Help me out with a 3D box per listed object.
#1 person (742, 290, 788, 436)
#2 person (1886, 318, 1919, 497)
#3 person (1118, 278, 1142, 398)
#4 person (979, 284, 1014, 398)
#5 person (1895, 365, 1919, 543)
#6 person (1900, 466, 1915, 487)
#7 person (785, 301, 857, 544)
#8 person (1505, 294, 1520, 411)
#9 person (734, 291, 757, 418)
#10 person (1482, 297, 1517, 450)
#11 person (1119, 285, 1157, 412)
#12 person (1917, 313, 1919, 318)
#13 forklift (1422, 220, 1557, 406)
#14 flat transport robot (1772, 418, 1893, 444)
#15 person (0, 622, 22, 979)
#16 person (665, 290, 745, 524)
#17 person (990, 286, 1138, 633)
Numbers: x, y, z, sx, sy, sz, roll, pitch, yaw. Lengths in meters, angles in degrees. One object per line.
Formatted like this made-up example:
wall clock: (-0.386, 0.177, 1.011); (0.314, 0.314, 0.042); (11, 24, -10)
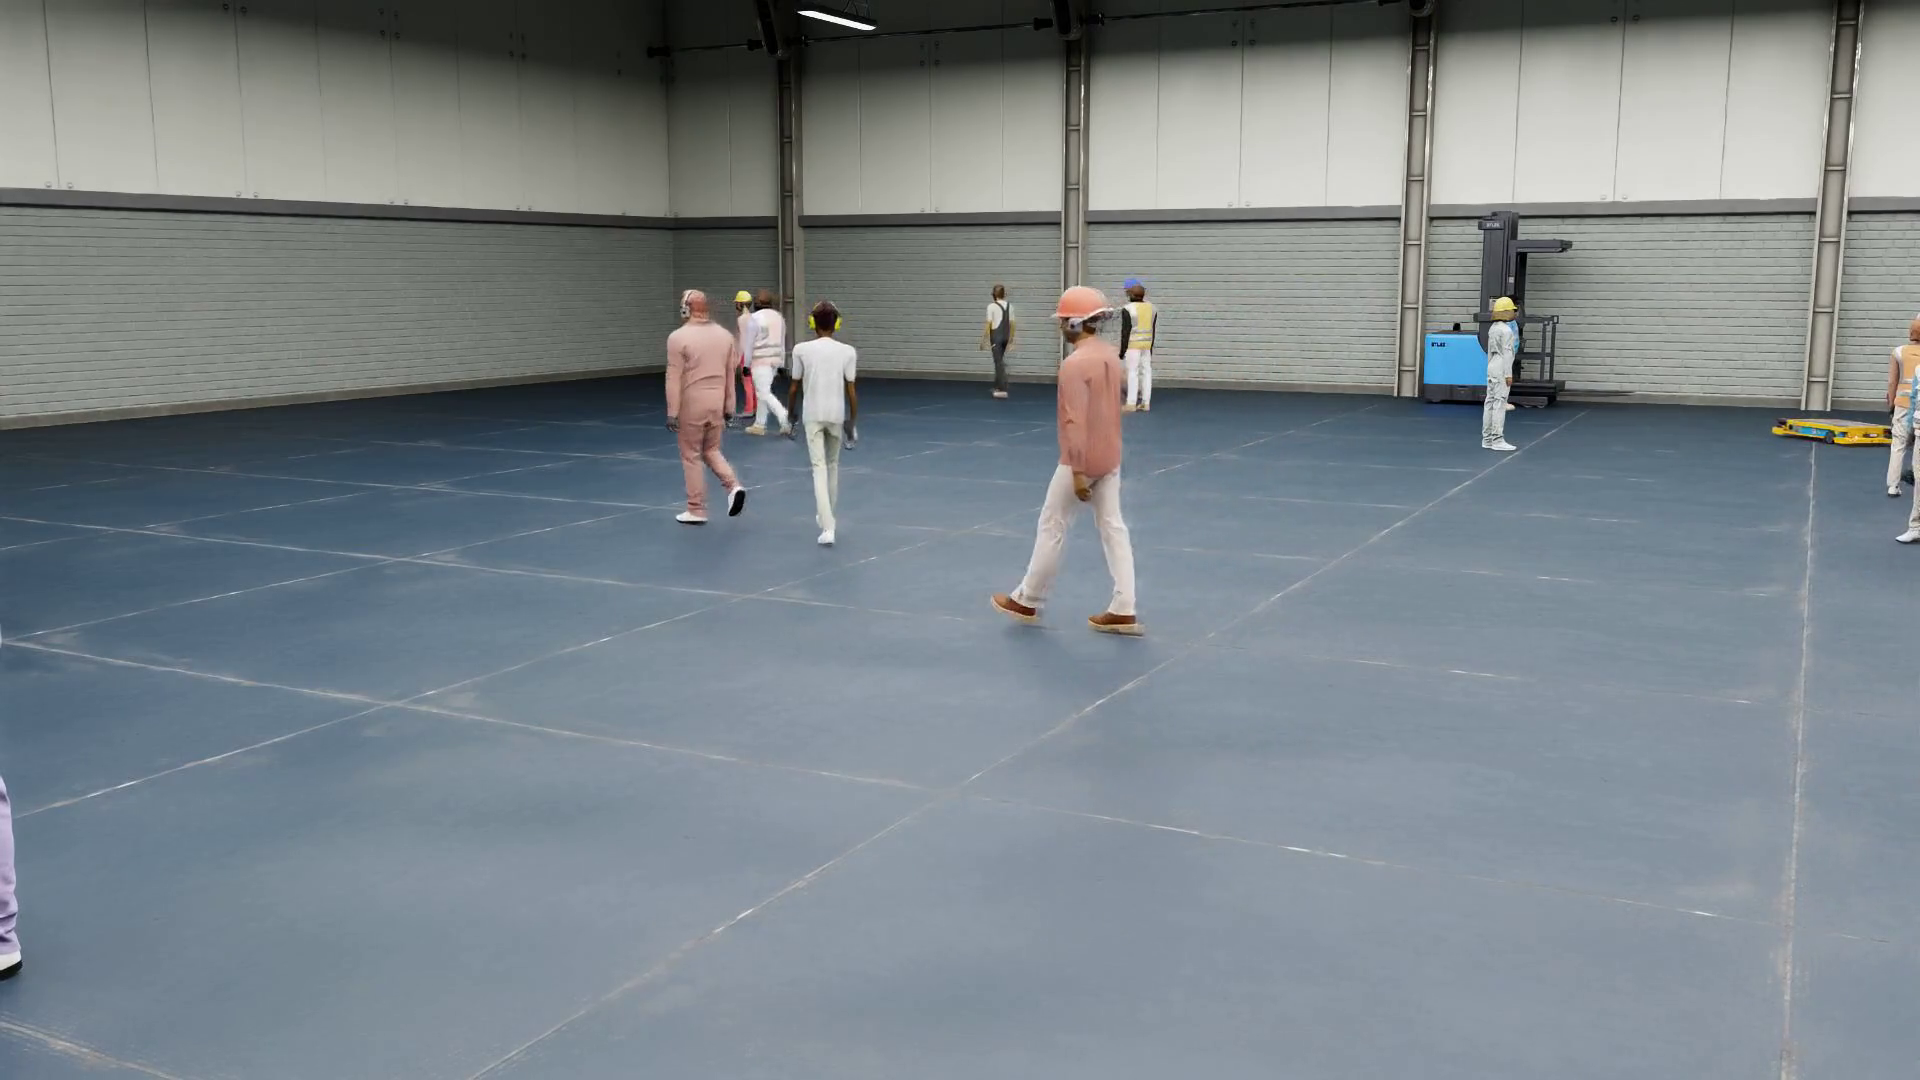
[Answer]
person: (-2.371, -2.192, 20.632); (0.824, 1.820, 0.623); (5, 11, 30)
person: (8.640, -1.194, 15.013); (0.306, 1.640, 0.523); (-7, 12, -39)
person: (2.775, -3.242, 26.743); (0.445, 1.930, 0.646); (4, 10, 25)
person: (0.559, -3.236, 27.052); (0.534, 1.820, 0.751); (-8, 12, -41)
person: (7.296, -0.766, 12.394); (0.310, 1.635, 0.522); (-4, 10, -22)
person: (9.295, -1.404, 15.541); (0.568, 1.886, 0.970); (-9, 13, -43)
person: (-1.052, -0.903, 12.701); (0.513, 1.820, 0.980); (-3, 10, -18)
person: (8.099, -2.773, 24.580); (0.315, 1.696, 0.541); (3, 10, 17)
person: (-2.996, -2.588, 23.220); (0.316, 1.769, 0.523); (3, 10, 15)
person: (6.232, -1.916, 19.144); (0.289, 1.746, 0.487); (-1, 9, -7)
person: (2.582, -2.809, 24.354); (0.619, 1.845, 0.430); (-6, 11, -33)
person: (11.700, -2.159, 20.037); (0.545, 1.942, 0.351); (-3, 10, -15)
forklift: (8.245, -3.527, 25.720); (1.873, 2.768, 1.129); (5, 10, 27)
flat transport robot: (10.622, -1.329, 20.190); (0.652, 0.197, 1.431); (-2, 9, -10)
person: (-2.974, 0.332, 4.781); (0.409, 1.909, 0.639); (-7, 12, -38)
person: (-2.078, -1.066, 13.440); (0.525, 1.894, 0.651); (7, 12, 38)
person: (0.629, -0.464, 9.551); (0.976, 1.950, 0.622); (7, 12, 37)
